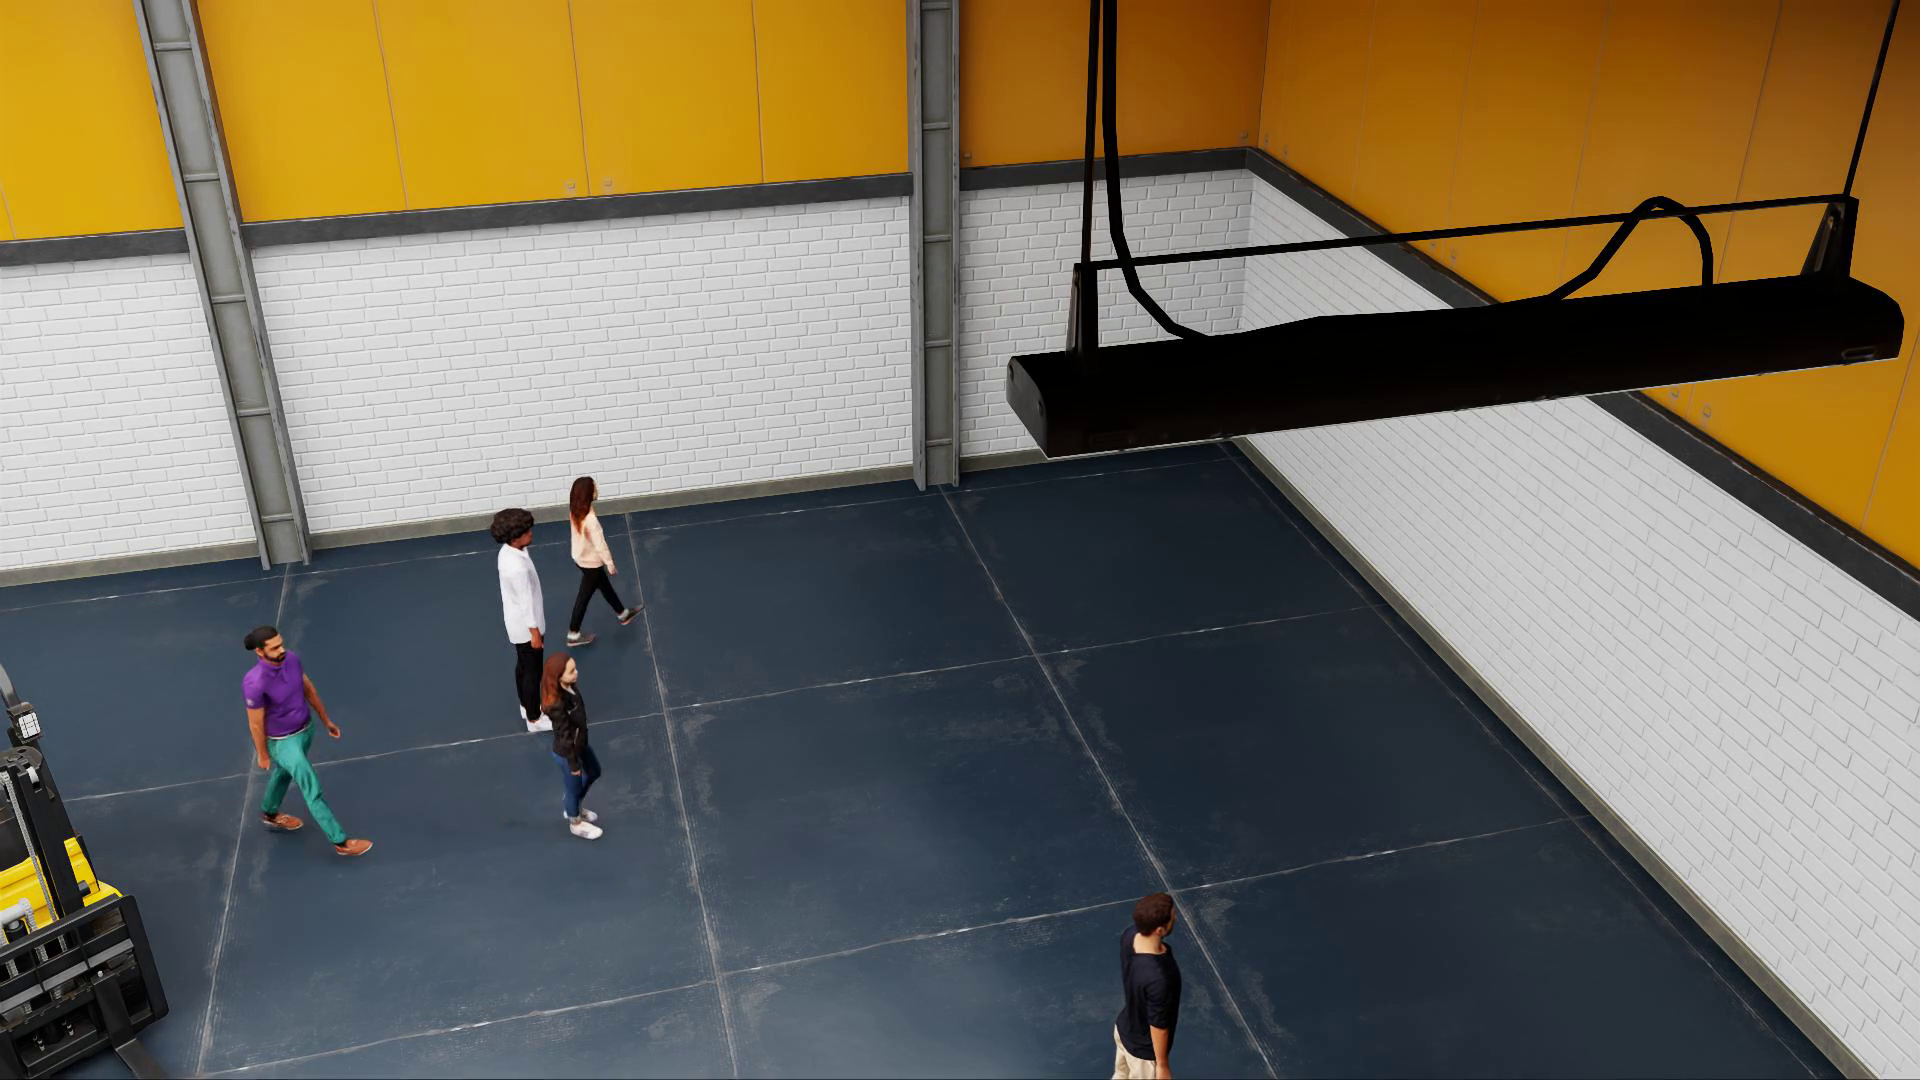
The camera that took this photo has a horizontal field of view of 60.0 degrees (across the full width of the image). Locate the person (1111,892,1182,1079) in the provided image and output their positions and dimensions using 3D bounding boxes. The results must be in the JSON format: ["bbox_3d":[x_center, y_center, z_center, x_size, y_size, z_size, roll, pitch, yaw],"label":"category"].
[{"bbox_3d":[0.939,2.571,8.588,0.539,1.851,0.630,-7,29,-13],"label":"person"}]

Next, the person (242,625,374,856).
[{"bbox_3d":[-4.526,1.305,11.043,1.273,1.722,1.023,6,29,11],"label":"person"}]

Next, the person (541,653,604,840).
[{"bbox_3d":[-2.678,1.376,11.170,0.611,1.476,0.636,0,29,-1],"label":"person"}]

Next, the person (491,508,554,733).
[{"bbox_3d":[-3.217,0.577,12.289,0.582,1.808,0.663,-12,31,-20],"label":"person"}]

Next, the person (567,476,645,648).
[{"bbox_3d":[-3.032,0.198,13.365,1.009,1.443,0.763,-16,33,-27],"label":"person"}]
